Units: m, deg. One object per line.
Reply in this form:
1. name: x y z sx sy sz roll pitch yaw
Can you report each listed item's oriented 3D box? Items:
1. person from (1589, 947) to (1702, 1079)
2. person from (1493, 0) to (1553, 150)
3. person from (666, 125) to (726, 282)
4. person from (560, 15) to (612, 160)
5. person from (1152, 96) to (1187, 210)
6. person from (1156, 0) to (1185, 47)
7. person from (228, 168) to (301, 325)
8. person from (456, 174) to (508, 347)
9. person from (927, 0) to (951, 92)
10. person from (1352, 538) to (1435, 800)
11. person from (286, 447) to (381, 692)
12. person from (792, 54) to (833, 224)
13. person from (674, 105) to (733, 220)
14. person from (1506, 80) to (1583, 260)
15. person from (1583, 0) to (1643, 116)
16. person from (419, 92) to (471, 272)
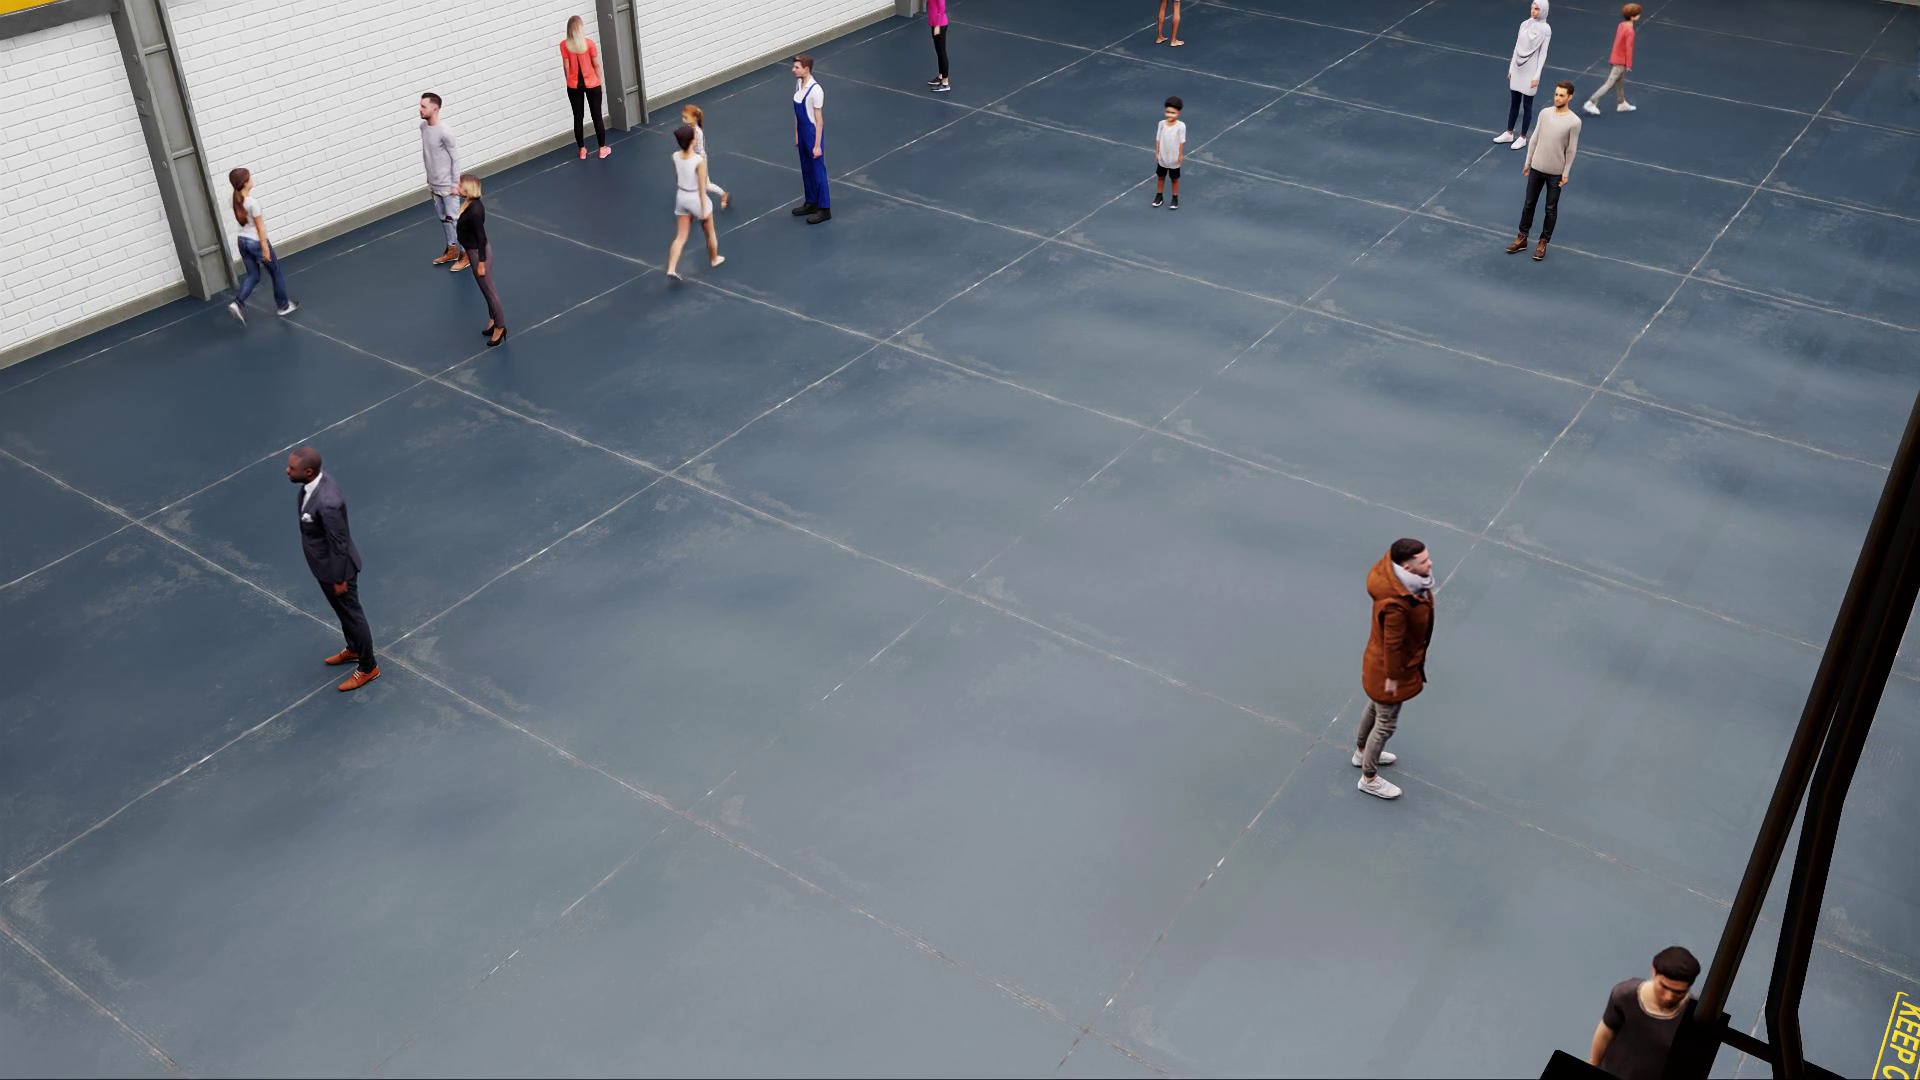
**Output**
1. person: 3.201 2.523 7.832 0.650 1.714 0.600 15 36 21
2. person: 6.829 -5.627 20.038 0.650 1.776 0.678 -20 39 -27
3. person: -2.765 -3.369 16.828 0.671 1.569 1.097 15 37 22
4. person: -4.461 -5.370 19.724 0.676 1.694 0.708 -1 34 -1
5. person: 2.344 -4.336 18.565 0.520 1.256 0.529 13 36 18
6. person: 2.991 -7.877 23.462 0.672 1.732 0.556 27 42 34
7. person: -6.846 -2.815 16.022 0.658 1.538 0.998 14 36 21
8. person: -4.497 -2.642 15.641 0.704 1.671 0.682 -12 35 -17
9. person: -0.265 -6.780 21.842 0.754 1.698 0.688 -4 34 -6
10. person: 2.679 0.768 10.359 0.893 1.839 0.798 5 34 7
11. person: -4.253 0.163 11.282 0.750 1.824 0.782 -19 38 -26
12. person: -1.626 -4.385 18.103 0.689 1.849 0.706 -20 39 -28
13. person: -2.838 -4.158 18.271 0.974 1.285 0.707 -24 40 -31
14. person: 6.121 -3.864 17.301 0.658 1.868 0.582 25 41 32
15. person: 8.277 -6.057 21.033 0.948 1.391 0.951 -1 34 -2
16. person: -5.310 -3.693 17.070 0.697 1.840 0.572 24 41 32
